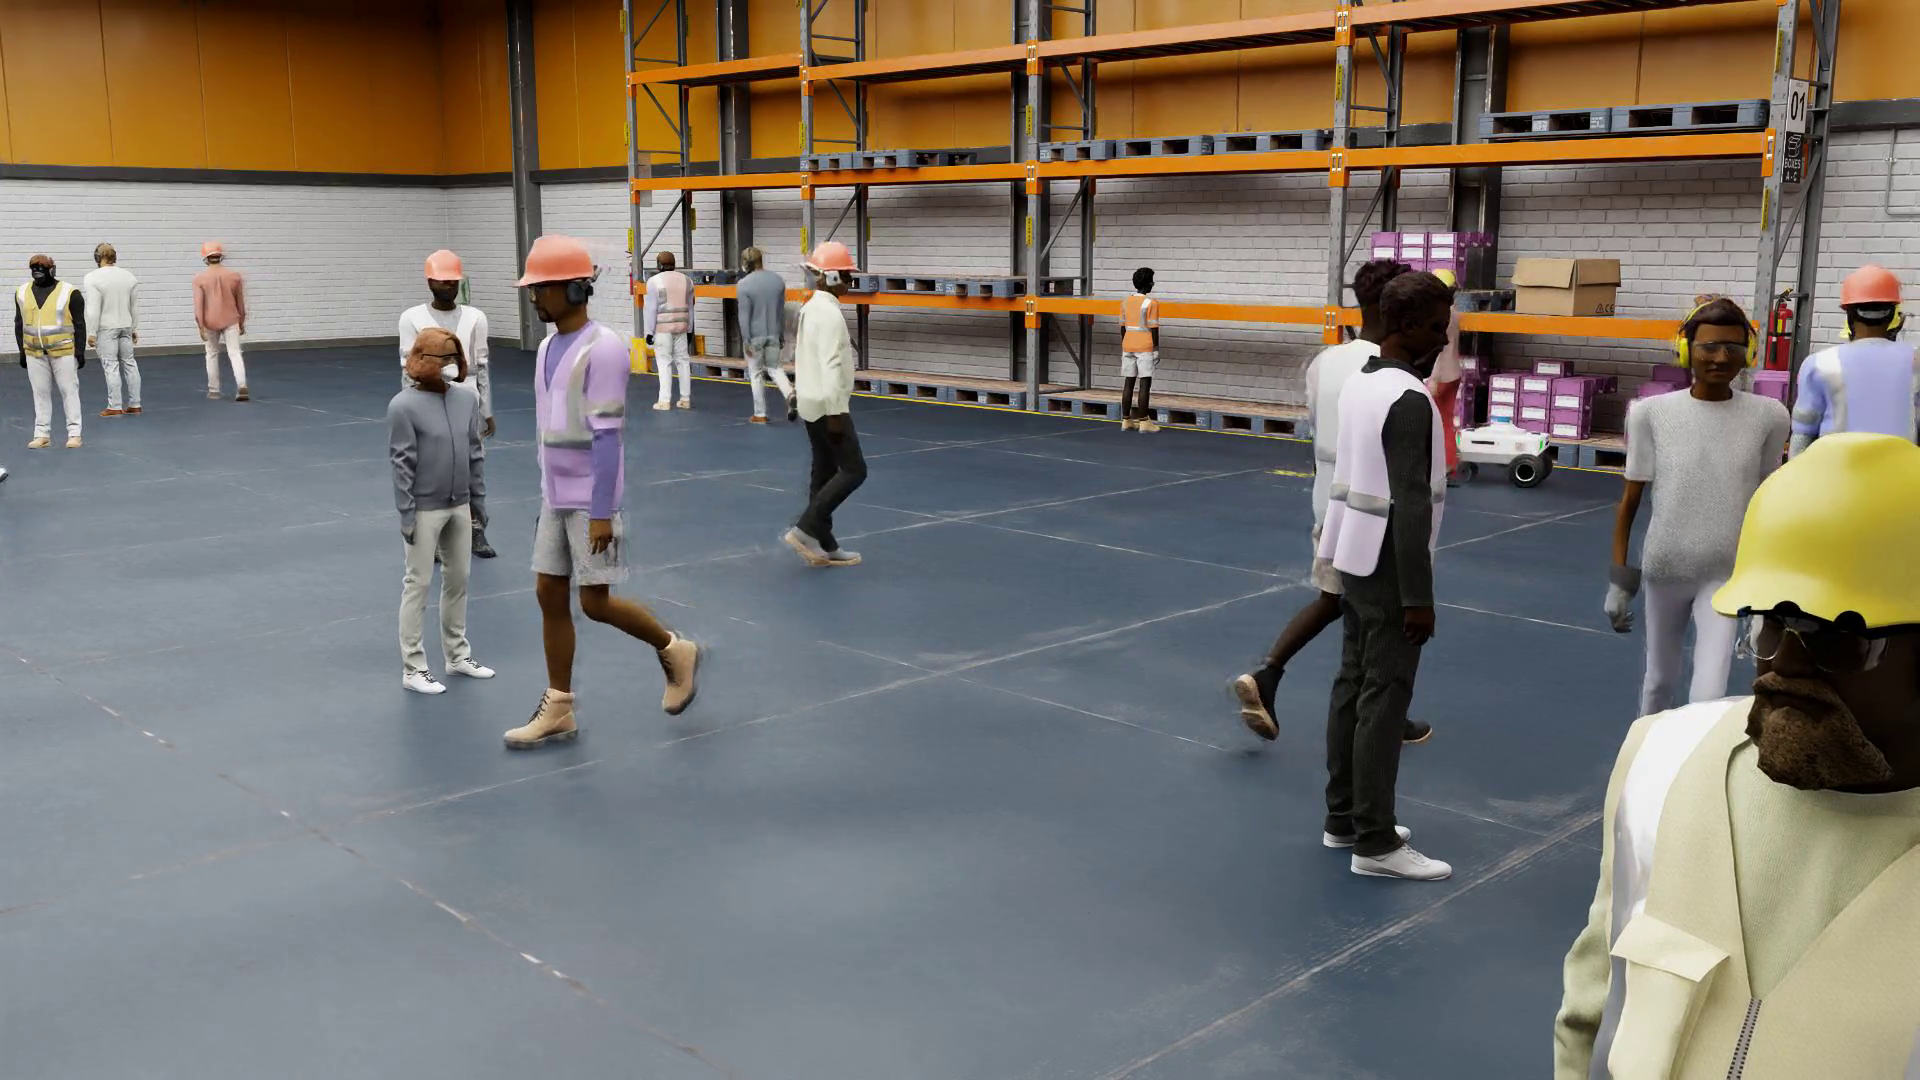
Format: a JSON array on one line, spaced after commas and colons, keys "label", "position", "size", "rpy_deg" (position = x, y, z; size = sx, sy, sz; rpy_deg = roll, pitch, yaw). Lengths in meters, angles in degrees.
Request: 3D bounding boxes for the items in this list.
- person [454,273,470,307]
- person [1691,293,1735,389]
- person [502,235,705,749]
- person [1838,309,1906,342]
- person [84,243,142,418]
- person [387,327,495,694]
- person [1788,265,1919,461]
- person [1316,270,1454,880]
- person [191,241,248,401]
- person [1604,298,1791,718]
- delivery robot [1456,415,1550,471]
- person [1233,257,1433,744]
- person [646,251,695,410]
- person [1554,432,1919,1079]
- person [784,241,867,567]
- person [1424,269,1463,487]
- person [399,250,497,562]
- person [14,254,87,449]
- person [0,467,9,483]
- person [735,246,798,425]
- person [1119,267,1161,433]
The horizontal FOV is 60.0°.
[{"label": "person", "position": [-8.821, -4.117, 29.106], "size": [0.500, 1.633, 0.283], "rpy_deg": [-5, 12, -26]}, {"label": "person", "position": [5.744, -1.063, 12.555], "size": [0.833, 1.598, 0.520], "rpy_deg": [9, 14, 39]}, {"label": "person", "position": [-1.460, -0.191, 6.624], "size": [0.777, 2.026, 0.621], "rpy_deg": [-9, 14, -41]}, {"label": "person", "position": [4.259, -0.266, 7.828], "size": [0.506, 1.737, 0.527], "rpy_deg": [2, 11, 11]}, {"label": "person", "position": [-9.415, -2.325, 18.499], "size": [0.353, 1.937, 0.635], "rpy_deg": [5, 11, 24]}, {"label": "person", "position": [-2.317, -0.134, 7.421], "size": [0.287, 1.624, 0.497], "rpy_deg": [6, 12, 28]}, {"label": "person", "position": [3.839, -0.216, 7.130], "size": [0.557, 1.886, 0.935], "rpy_deg": [3, 11, 15]}, {"label": "person", "position": [1.350, 0.110, 5.295], "size": [0.391, 1.913, 0.587], "rpy_deg": [-1, 10, -5]}, {"label": "person", "position": [-9.045, -2.678, 20.385], "size": [0.612, 1.959, 0.964], "rpy_deg": [-7, 13, -34]}, {"label": "person", "position": [2.441, 0.107, 5.548], "size": [0.527, 1.829, 0.982], "rpy_deg": [4, 11, 20]}, {"label": "delivery robot", "position": [4.429, -0.778, 13.588], "size": [0.707, 0.478, 0.477], "rpy_deg": [6, 12, 27]}, {"label": "person", "position": [1.500, -0.119, 6.465], "size": [0.780, 1.946, 0.608], "rpy_deg": [-5, 12, -26]}, {"label": "person", "position": [-3.389, -2.435, 19.373], "size": [0.634, 1.839, 0.429], "rpy_deg": [-9, 14, -41]}, {"label": "person", "position": [0.876, 0.797, 1.766], "size": [0.403, 1.833, 0.586], "rpy_deg": [-8, 13, -38]}, {"label": "person", "position": [-0.787, -0.798, 10.050], "size": [0.430, 1.981, 0.643], "rpy_deg": [-3, 11, -18]}, {"label": "person", "position": [3.845, -1.284, 13.330], "size": [0.399, 1.750, 0.545], "rpy_deg": [7, 13, 34]}, {"label": "person", "position": [-3.164, -0.817, 10.352], "size": [0.569, 1.928, 0.409], "rpy_deg": [-7, 12, -32]}, {"label": "person", "position": [-8.650, -1.787, 15.831], "size": [0.624, 1.845, 0.430], "rpy_deg": [-1, 10, -6]}, {"label": "person", "position": [-7.542, -1.225, 12.577], "size": [0.424, 1.908, 0.605], "rpy_deg": [0, 10, 0]}, {"label": "person", "position": [-2.052, -2.144, 17.592], "size": [0.656, 1.912, 0.716], "rpy_deg": [-9, 13, -39]}, {"label": "person", "position": [1.858, -1.948, 17.105], "size": [0.318, 1.695, 0.539], "rpy_deg": [-8, 13, -36]}]
